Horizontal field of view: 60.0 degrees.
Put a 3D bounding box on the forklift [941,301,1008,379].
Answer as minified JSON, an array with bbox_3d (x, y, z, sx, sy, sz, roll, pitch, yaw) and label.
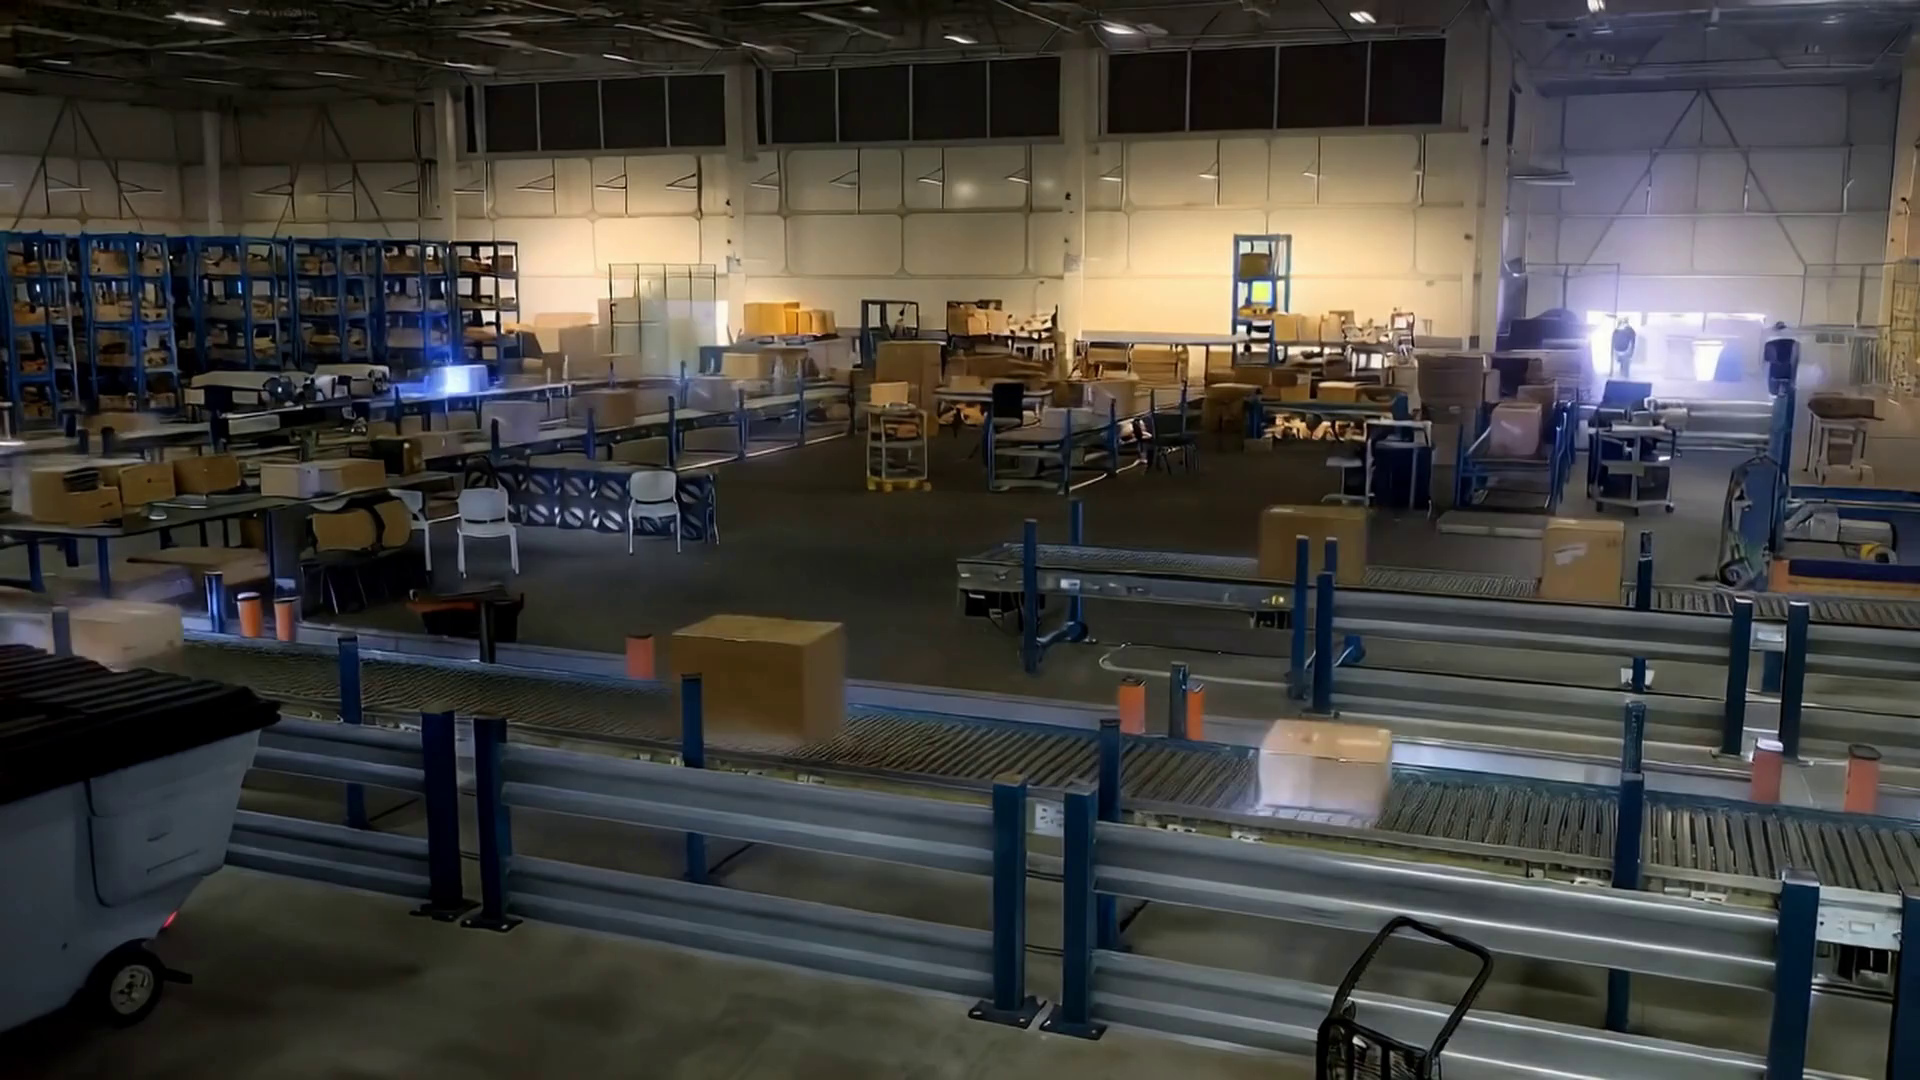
[{"bbox_3d":[0.365,-4.966,41.571,1.157,1.987,2.680,3,10,20],"label":"forklift"}]

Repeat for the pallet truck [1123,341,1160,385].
[{"bbox_3d":[4.445,-4.380,41.279,0.680,1.201,1.601,4,10,22],"label":"pallet truck"}]

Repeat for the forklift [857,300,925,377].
[{"bbox_3d":[-1.732,-5.109,42.468,1.157,1.987,2.680,4,10,22],"label":"forklift"}]

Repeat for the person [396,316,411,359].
[{"bbox_3d":[-15.702,-5.624,47.028,0.599,1.808,0.854,3,10,15],"label":"person"}]

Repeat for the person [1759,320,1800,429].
[{"bbox_3d":[15.209,-3.064,30.926,0.621,2.020,0.626,1,9,5],"label":"person"}]

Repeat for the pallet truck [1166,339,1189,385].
[{"bbox_3d":[5.418,-4.269,40.420,0.704,1.261,1.522,3,10,20],"label":"pallet truck"}]

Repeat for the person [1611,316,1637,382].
[{"bbox_3d":[15.362,-4.235,38.430,0.838,1.882,0.639,-6,11,-33],"label":"person"}]

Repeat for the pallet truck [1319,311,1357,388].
[{"bbox_3d":[9.071,-4.419,39.190,0.823,1.965,1.885,5,10,26],"label":"pallet truck"}]

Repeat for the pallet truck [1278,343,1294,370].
[{"bbox_3d":[7.886,-4.163,39.743,0.653,1.274,1.630,4,10,22],"label":"pallet truck"}]

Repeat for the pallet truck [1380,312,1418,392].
[{"bbox_3d":[10.207,-4.283,38.369,0.823,1.965,1.885,3,10,20],"label":"pallet truck"}]
